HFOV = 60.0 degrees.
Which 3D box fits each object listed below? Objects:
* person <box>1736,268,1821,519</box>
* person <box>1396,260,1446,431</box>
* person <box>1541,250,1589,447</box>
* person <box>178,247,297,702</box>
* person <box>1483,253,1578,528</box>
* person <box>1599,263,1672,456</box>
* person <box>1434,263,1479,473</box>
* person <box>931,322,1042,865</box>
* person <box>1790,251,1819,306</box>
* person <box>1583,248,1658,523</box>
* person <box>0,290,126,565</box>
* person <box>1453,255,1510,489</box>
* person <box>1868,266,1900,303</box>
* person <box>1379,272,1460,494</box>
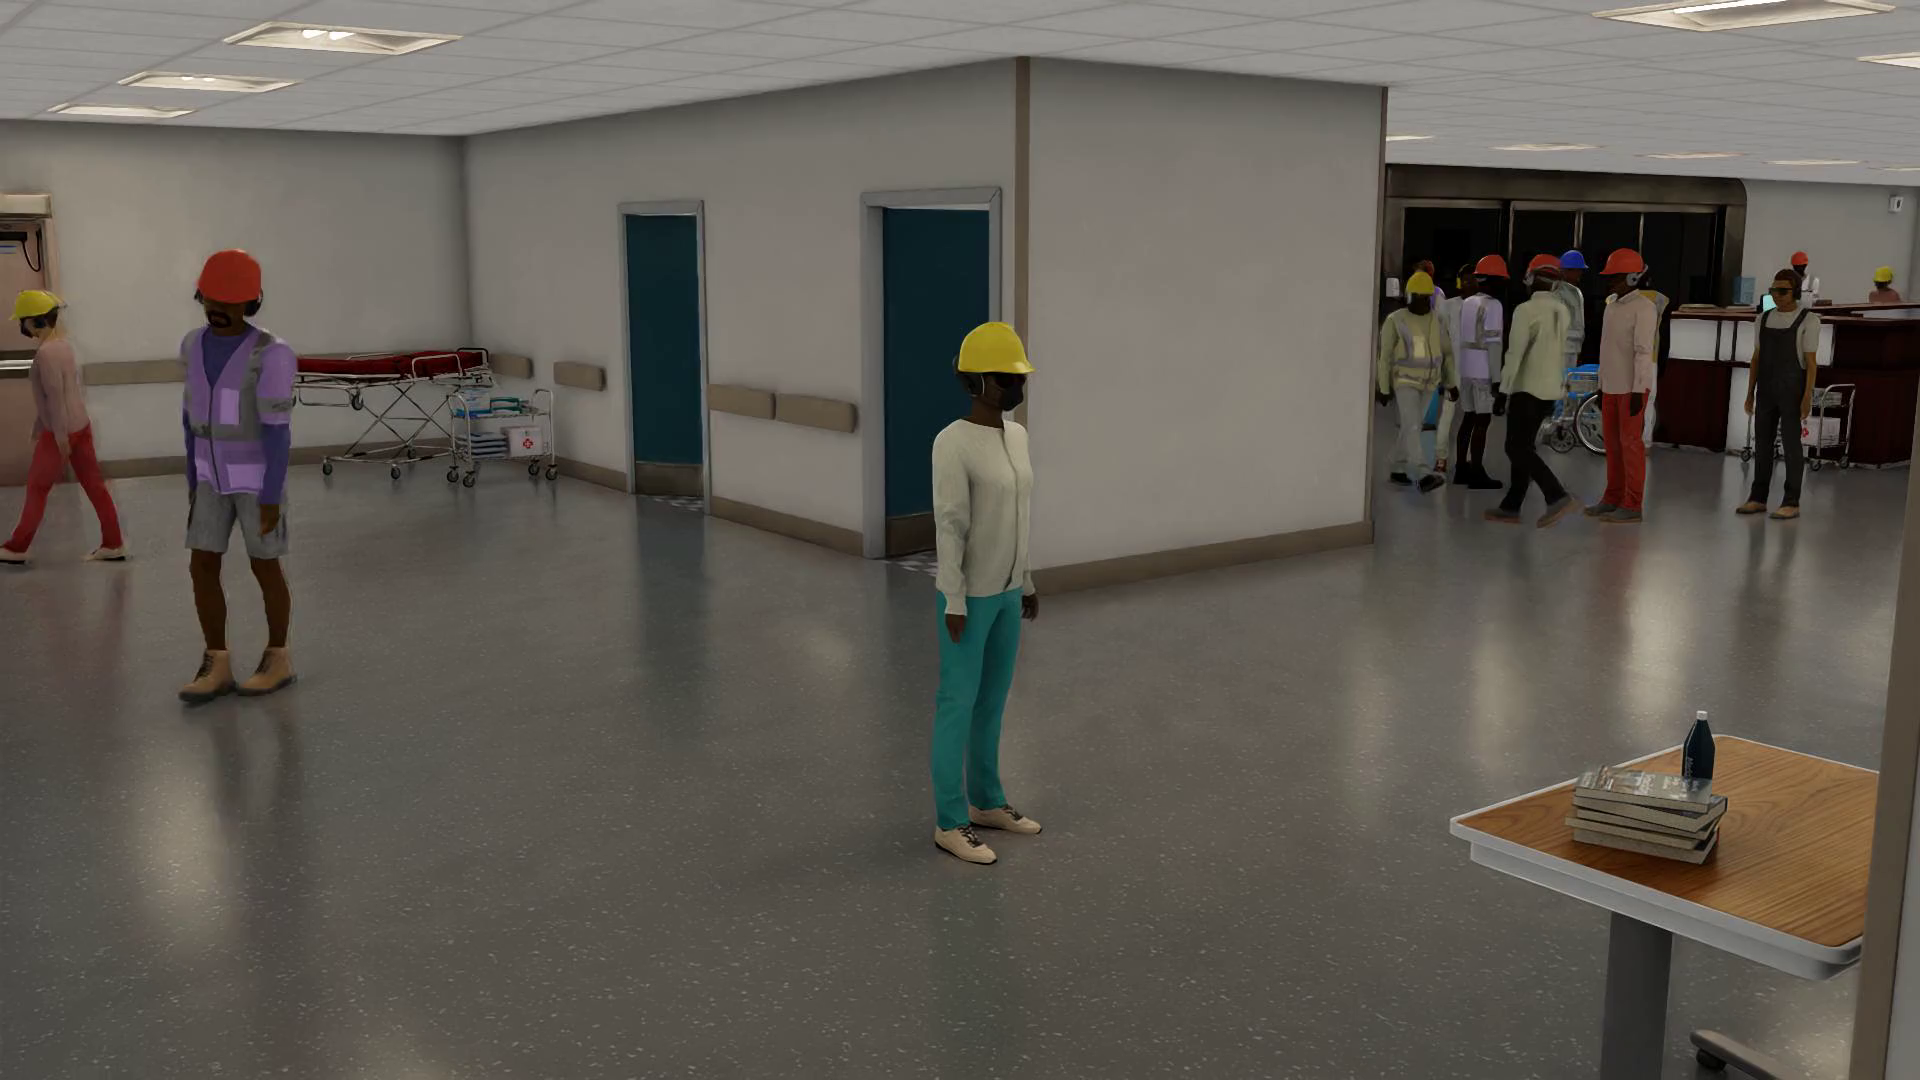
[{"bbox_3d":[6.050,-1.074,12.278,0.339,1.838,0.507,-6,12,-29],"label":"person"},{"bbox_3d":[5.045,-2.102,18.032,0.390,1.837,0.562,-2,10,-13],"label":"person"},{"bbox_3d":[6.055,-1.915,16.670,0.384,1.948,0.605,9,13,40],"label":"person"},{"bbox_3d":[-3.147,-0.261,7.254,0.648,1.998,0.641,3,11,16],"label":"person"},{"bbox_3d":[4.112,-1.056,11.854,0.654,1.949,0.697,-8,13,-39],"label":"person"},{"bbox_3d":[6.438,-1.716,15.891,0.629,1.835,0.429,4,11,23],"label":"person"},{"bbox_3d":[4.461,-1.503,14.647,0.531,1.855,0.358,1,10,4],"label":"person"},{"bbox_3d":[0.098,0.167,5.518,0.315,1.770,0.524,6,12,31],"label":"person"},{"bbox_3d":[12.249,-3.264,24.351,0.551,1.911,0.730,8,13,37],"label":"person"},{"bbox_3d":[4.809,-1.117,12.113,0.401,1.986,0.608,-2,10,-8],"label":"person"},{"bbox_3d":[-5.746,-0.687,10.422,0.882,1.720,0.522,-2,10,-10],"label":"person"},{"bbox_3d":[4.335,-1.386,13.774,0.385,1.929,0.547,-2,10,-11],"label":"person"},{"bbox_3d":[11.904,-2.663,21.485,0.760,1.722,0.542,-3,11,-16],"label":"person"},{"bbox_3d":[3.775,-1.286,13.599,0.592,1.781,0.923,-4,11,-22],"label":"person"}]
